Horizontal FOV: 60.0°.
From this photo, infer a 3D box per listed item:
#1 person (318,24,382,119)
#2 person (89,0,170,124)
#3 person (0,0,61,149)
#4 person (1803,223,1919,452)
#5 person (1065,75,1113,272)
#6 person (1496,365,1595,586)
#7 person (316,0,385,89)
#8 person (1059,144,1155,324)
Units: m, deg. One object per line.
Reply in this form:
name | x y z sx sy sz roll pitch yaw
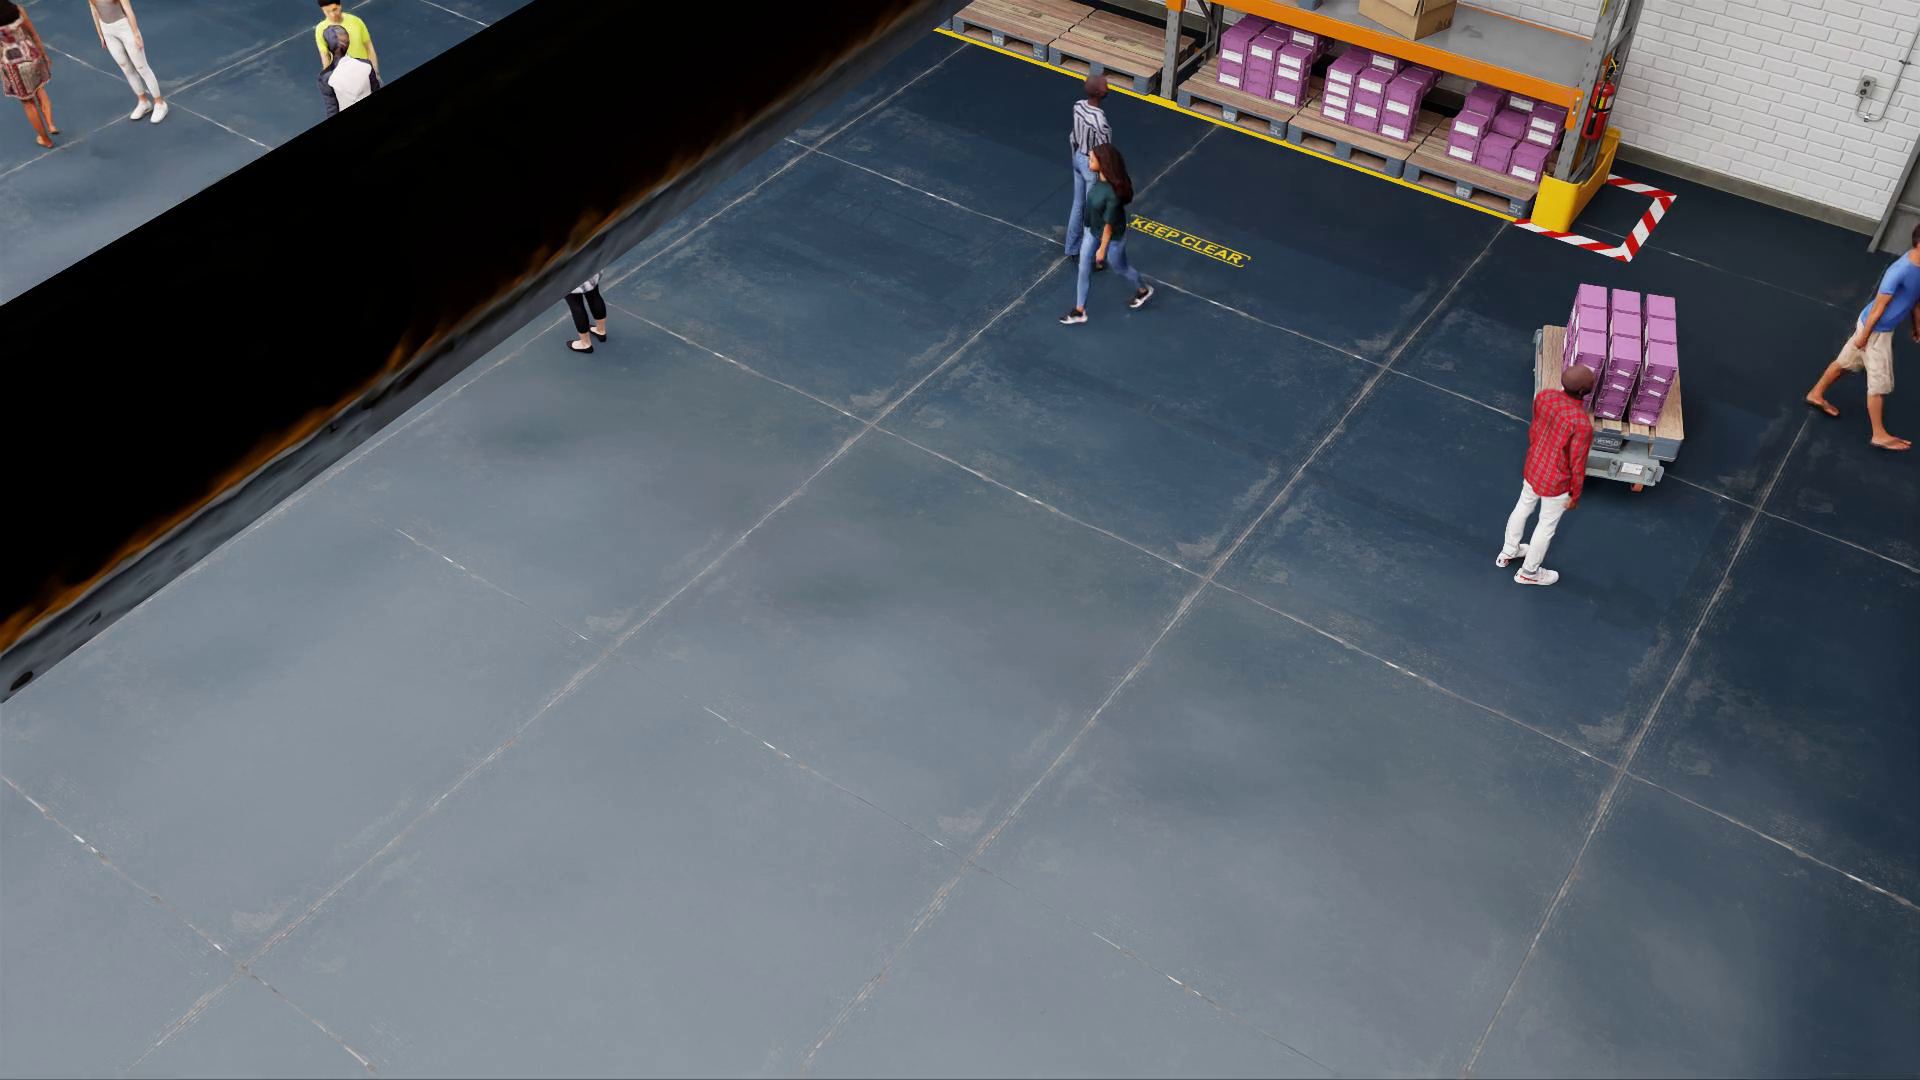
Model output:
person | -5.236 -3.589 14.521 0.737 1.892 0.660 -32 52 -29
person | -8.056 -4.871 15.992 0.599 1.717 0.723 7 44 7
person | -8.773 -4.455 15.618 0.745 1.632 0.744 30 51 28
person | 6.841 -1.643 12.524 1.162 1.828 0.762 34 53 31
person | 1.098 -3.109 14.087 0.761 1.795 0.626 -21 47 -20
person | 4.004 -0.455 11.283 0.817 1.820 0.706 -17 46 -17
person | -5.680 -4.364 15.508 0.785 1.651 1.149 -31 51 -28
person | 1.279 -2.479 13.584 1.035 1.575 1.097 -16 46 -16
